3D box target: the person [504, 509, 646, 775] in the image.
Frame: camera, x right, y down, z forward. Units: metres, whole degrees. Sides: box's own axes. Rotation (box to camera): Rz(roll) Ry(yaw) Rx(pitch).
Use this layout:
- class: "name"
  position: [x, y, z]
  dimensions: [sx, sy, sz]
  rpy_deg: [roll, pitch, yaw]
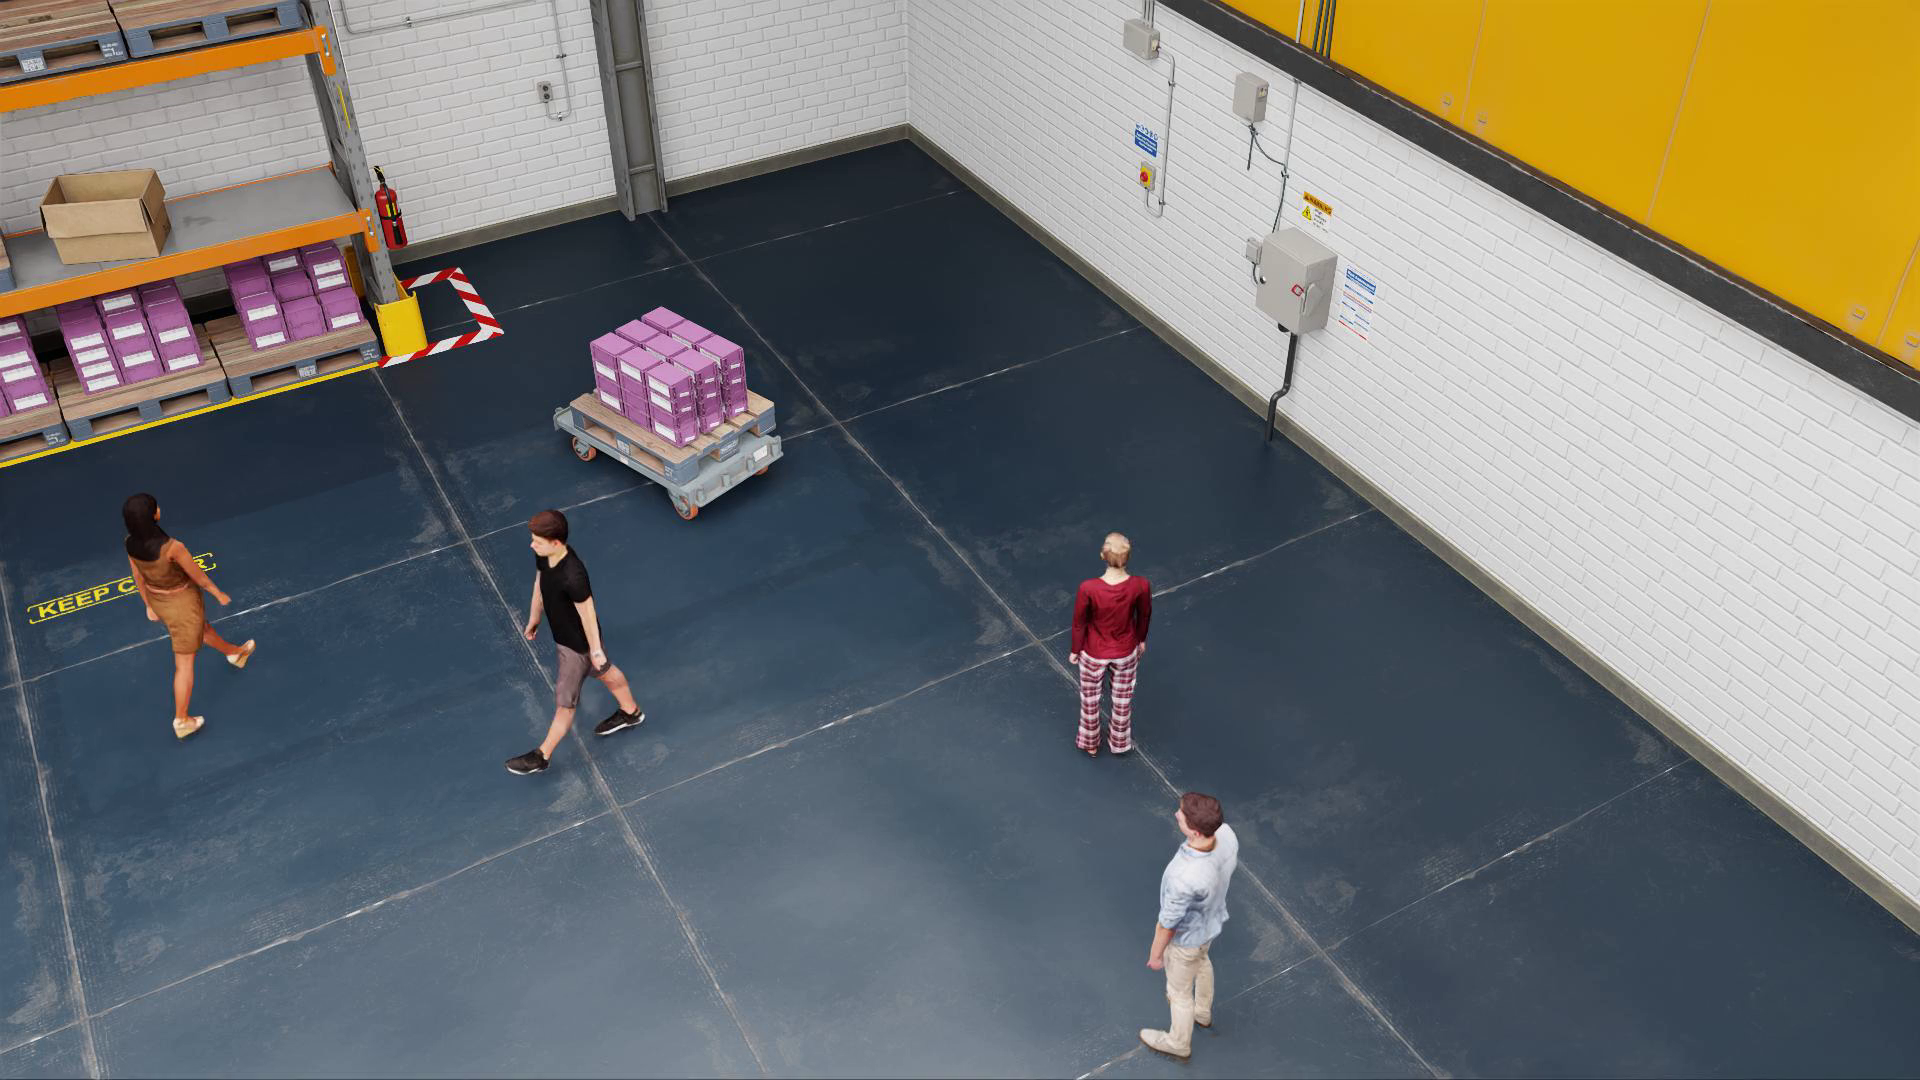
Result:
- class: "person"
  position: [-2.211, 0.541, 9.947]
  dimensions: [1.160, 1.818, 0.686]
  rpy_deg: [-21, 43, -25]

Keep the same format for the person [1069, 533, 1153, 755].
- class: "person"
  position: [0.903, 0.631, 9.928]
  dimensions: [0.595, 1.701, 0.753]
  rpy_deg: [-2, 39, -2]

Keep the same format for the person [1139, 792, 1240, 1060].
- class: "person"
  position: [1.169, 1.912, 8.207]
  dimensions: [0.797, 1.848, 0.652]
  rpy_deg: [26, 45, 28]

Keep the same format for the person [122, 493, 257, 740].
- class: "person"
  position: [-4.807, 0.495, 10.150]
  dimensions: [0.995, 1.638, 1.125]
  rpy_deg: [14, 41, 16]
